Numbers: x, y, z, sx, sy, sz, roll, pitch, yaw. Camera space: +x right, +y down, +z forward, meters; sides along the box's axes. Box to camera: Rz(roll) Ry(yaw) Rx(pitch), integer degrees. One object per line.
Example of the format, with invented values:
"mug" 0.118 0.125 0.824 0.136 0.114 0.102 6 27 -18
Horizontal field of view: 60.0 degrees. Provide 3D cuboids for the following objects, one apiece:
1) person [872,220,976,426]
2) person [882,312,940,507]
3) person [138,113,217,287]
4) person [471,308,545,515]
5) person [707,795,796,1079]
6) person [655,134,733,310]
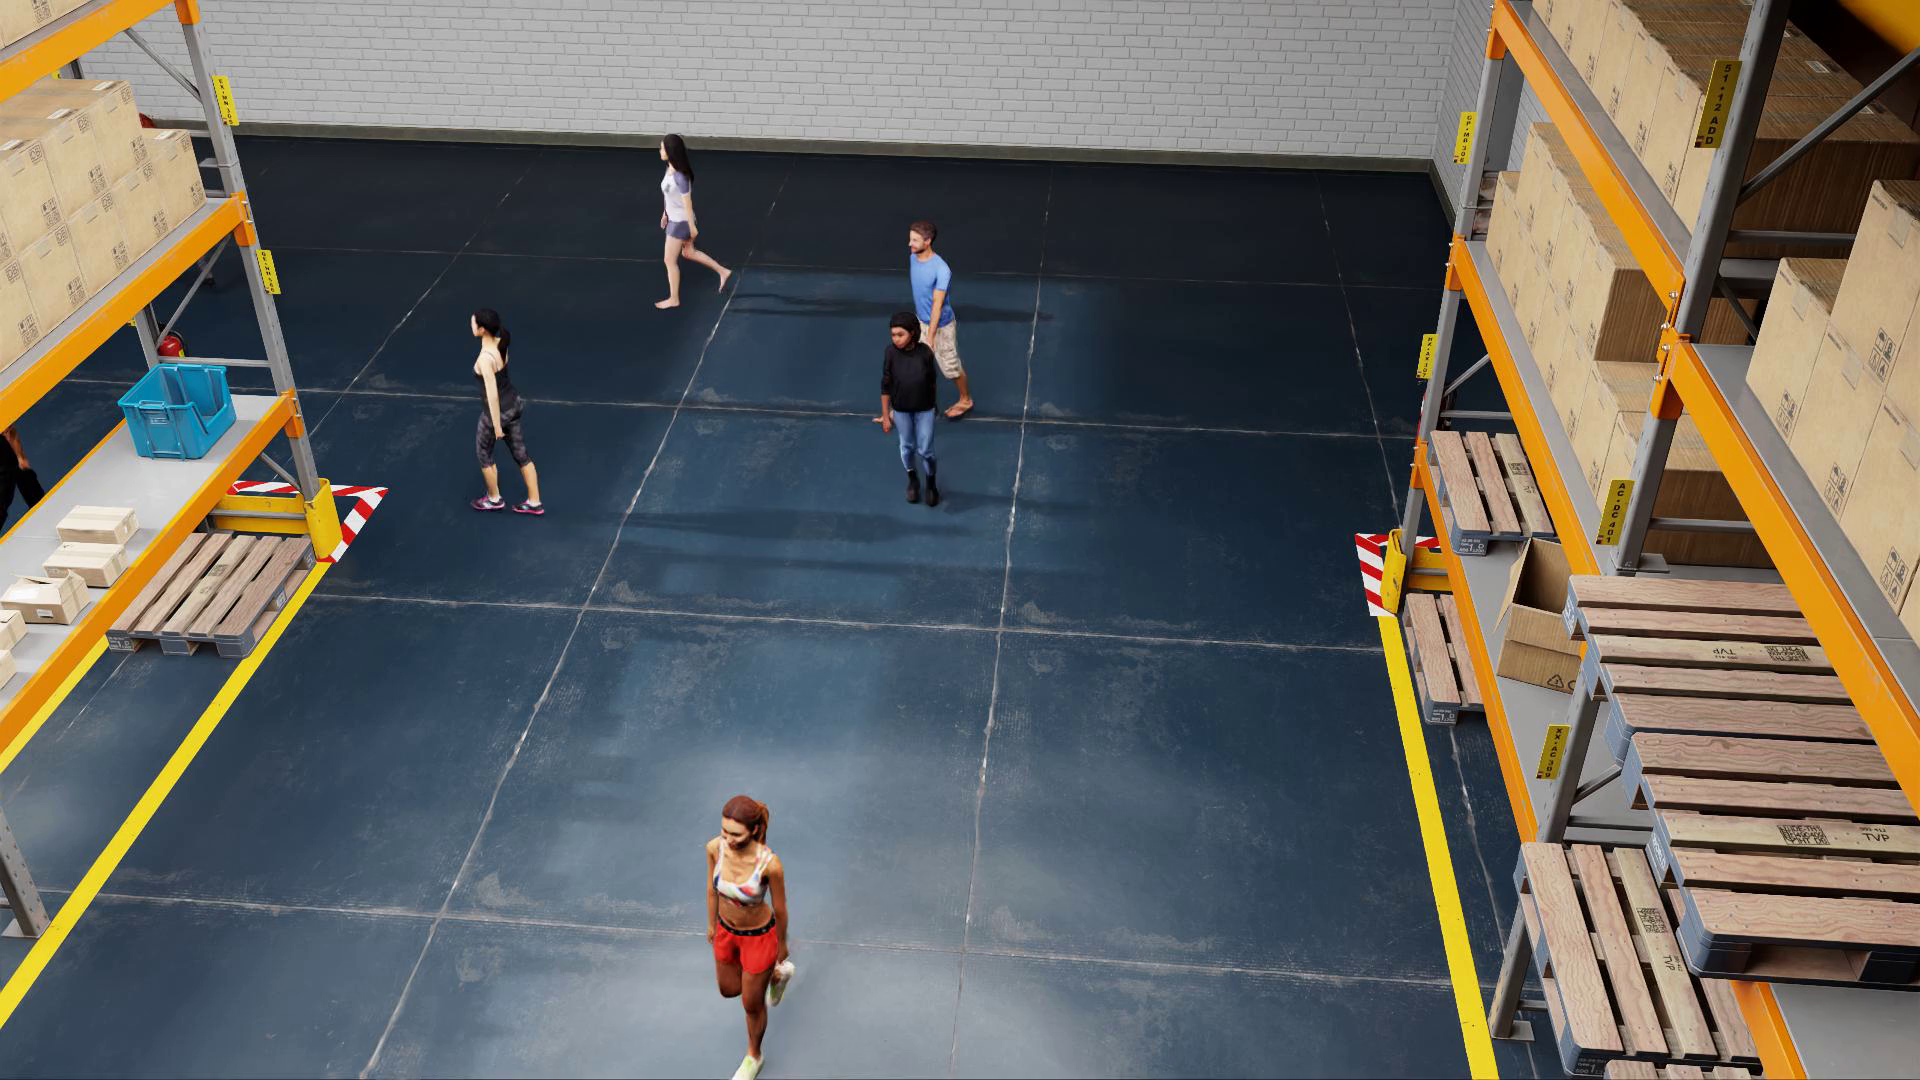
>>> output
"person" -0.147 -1.800 13.776 1.224 1.812 1.160 -25 41 -32
"person" -0.346 -1.023 12.727 0.597 1.680 0.679 -6 34 -9
"person" -7.589 -3.201 15.962 0.941 1.726 1.196 14 36 20
"person" -3.368 -0.940 12.574 0.678 1.710 0.770 7 34 10
"person" -1.013 1.906 8.230 0.768 1.781 0.973 14 36 21
"person" -2.561 -3.024 15.737 0.936 1.680 1.049 -12 35 -17
